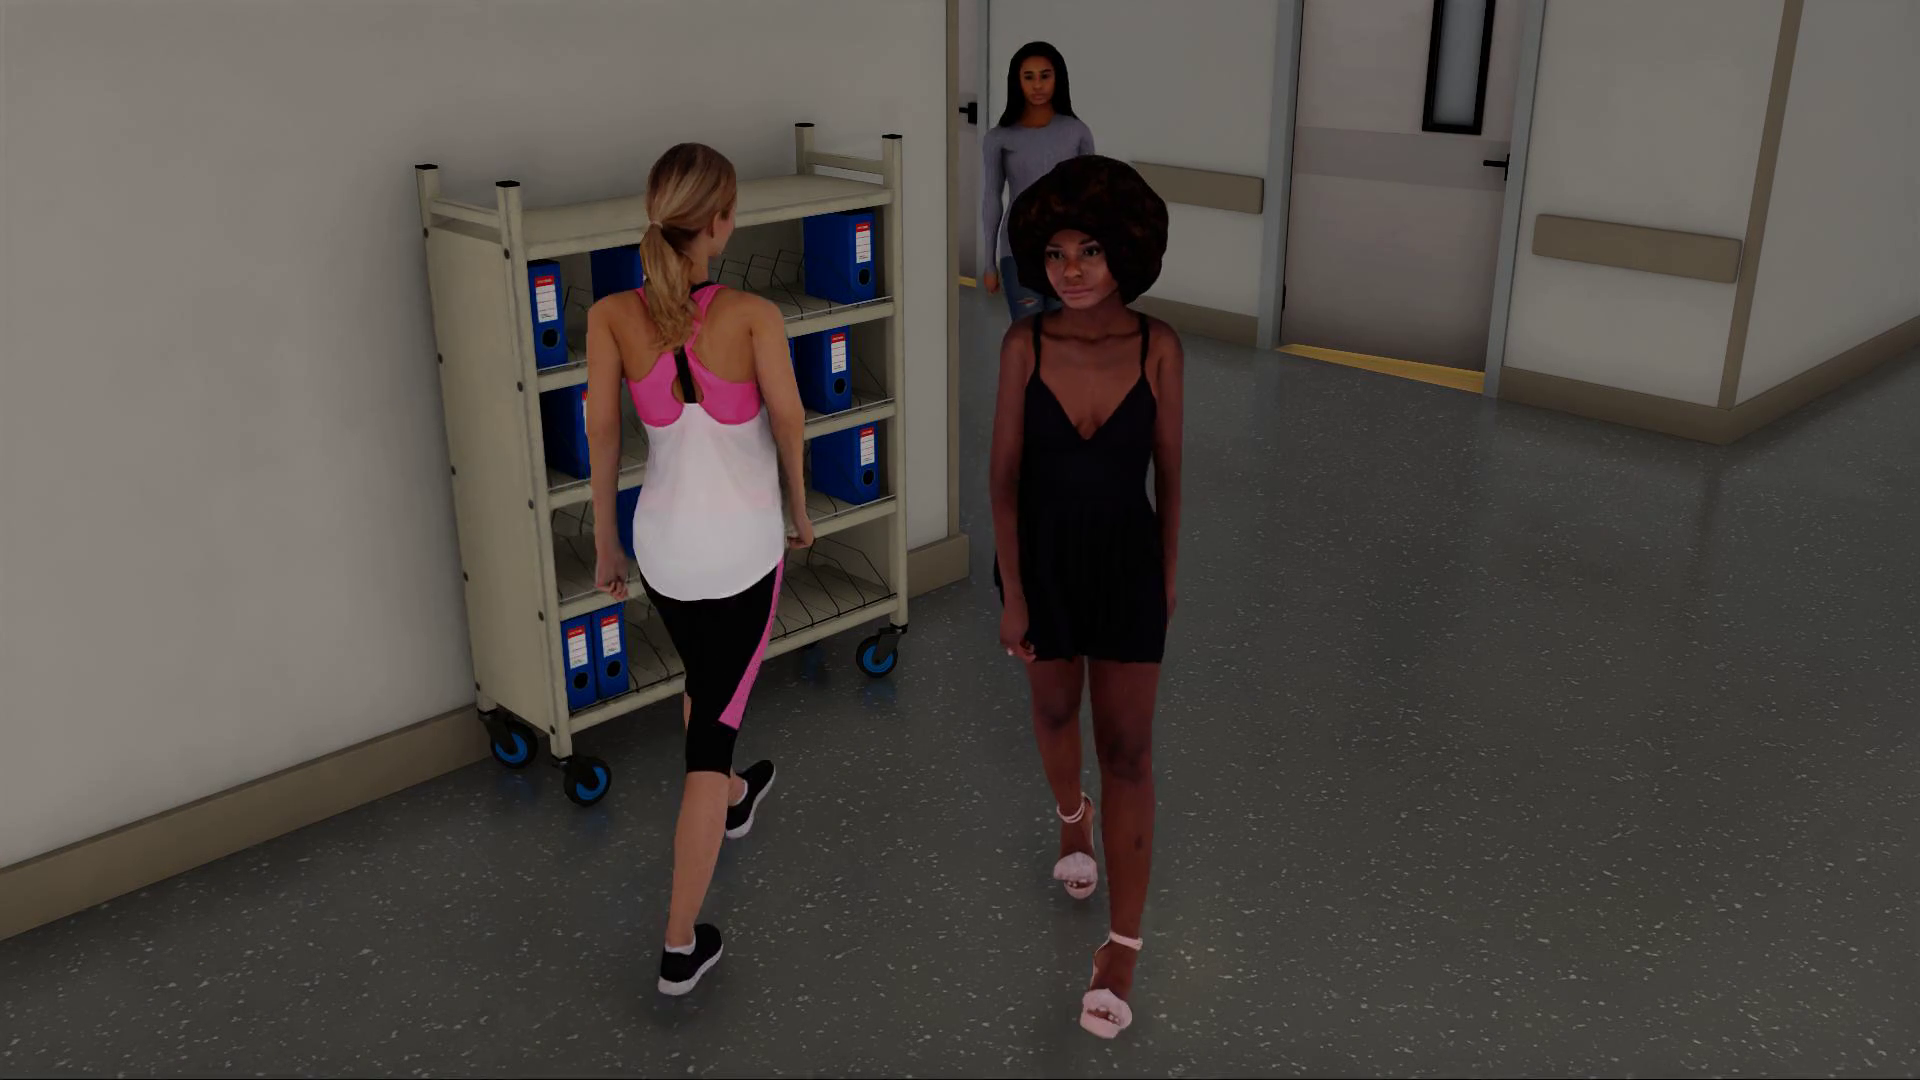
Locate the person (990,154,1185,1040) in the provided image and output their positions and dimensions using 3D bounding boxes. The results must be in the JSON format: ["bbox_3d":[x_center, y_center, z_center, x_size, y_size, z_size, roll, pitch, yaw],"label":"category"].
[{"bbox_3d":[0.252,0.087,3.560,1.009,1.744,1.136,1,21,3],"label":"person"}]

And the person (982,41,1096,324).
[{"bbox_3d":[0.304,-1.186,6.960,0.840,1.716,0.885,-6,22,-15],"label":"person"}]

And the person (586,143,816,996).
[{"bbox_3d":[-0.552,0.117,3.501,0.993,1.728,1.218,4,21,11],"label":"person"}]
